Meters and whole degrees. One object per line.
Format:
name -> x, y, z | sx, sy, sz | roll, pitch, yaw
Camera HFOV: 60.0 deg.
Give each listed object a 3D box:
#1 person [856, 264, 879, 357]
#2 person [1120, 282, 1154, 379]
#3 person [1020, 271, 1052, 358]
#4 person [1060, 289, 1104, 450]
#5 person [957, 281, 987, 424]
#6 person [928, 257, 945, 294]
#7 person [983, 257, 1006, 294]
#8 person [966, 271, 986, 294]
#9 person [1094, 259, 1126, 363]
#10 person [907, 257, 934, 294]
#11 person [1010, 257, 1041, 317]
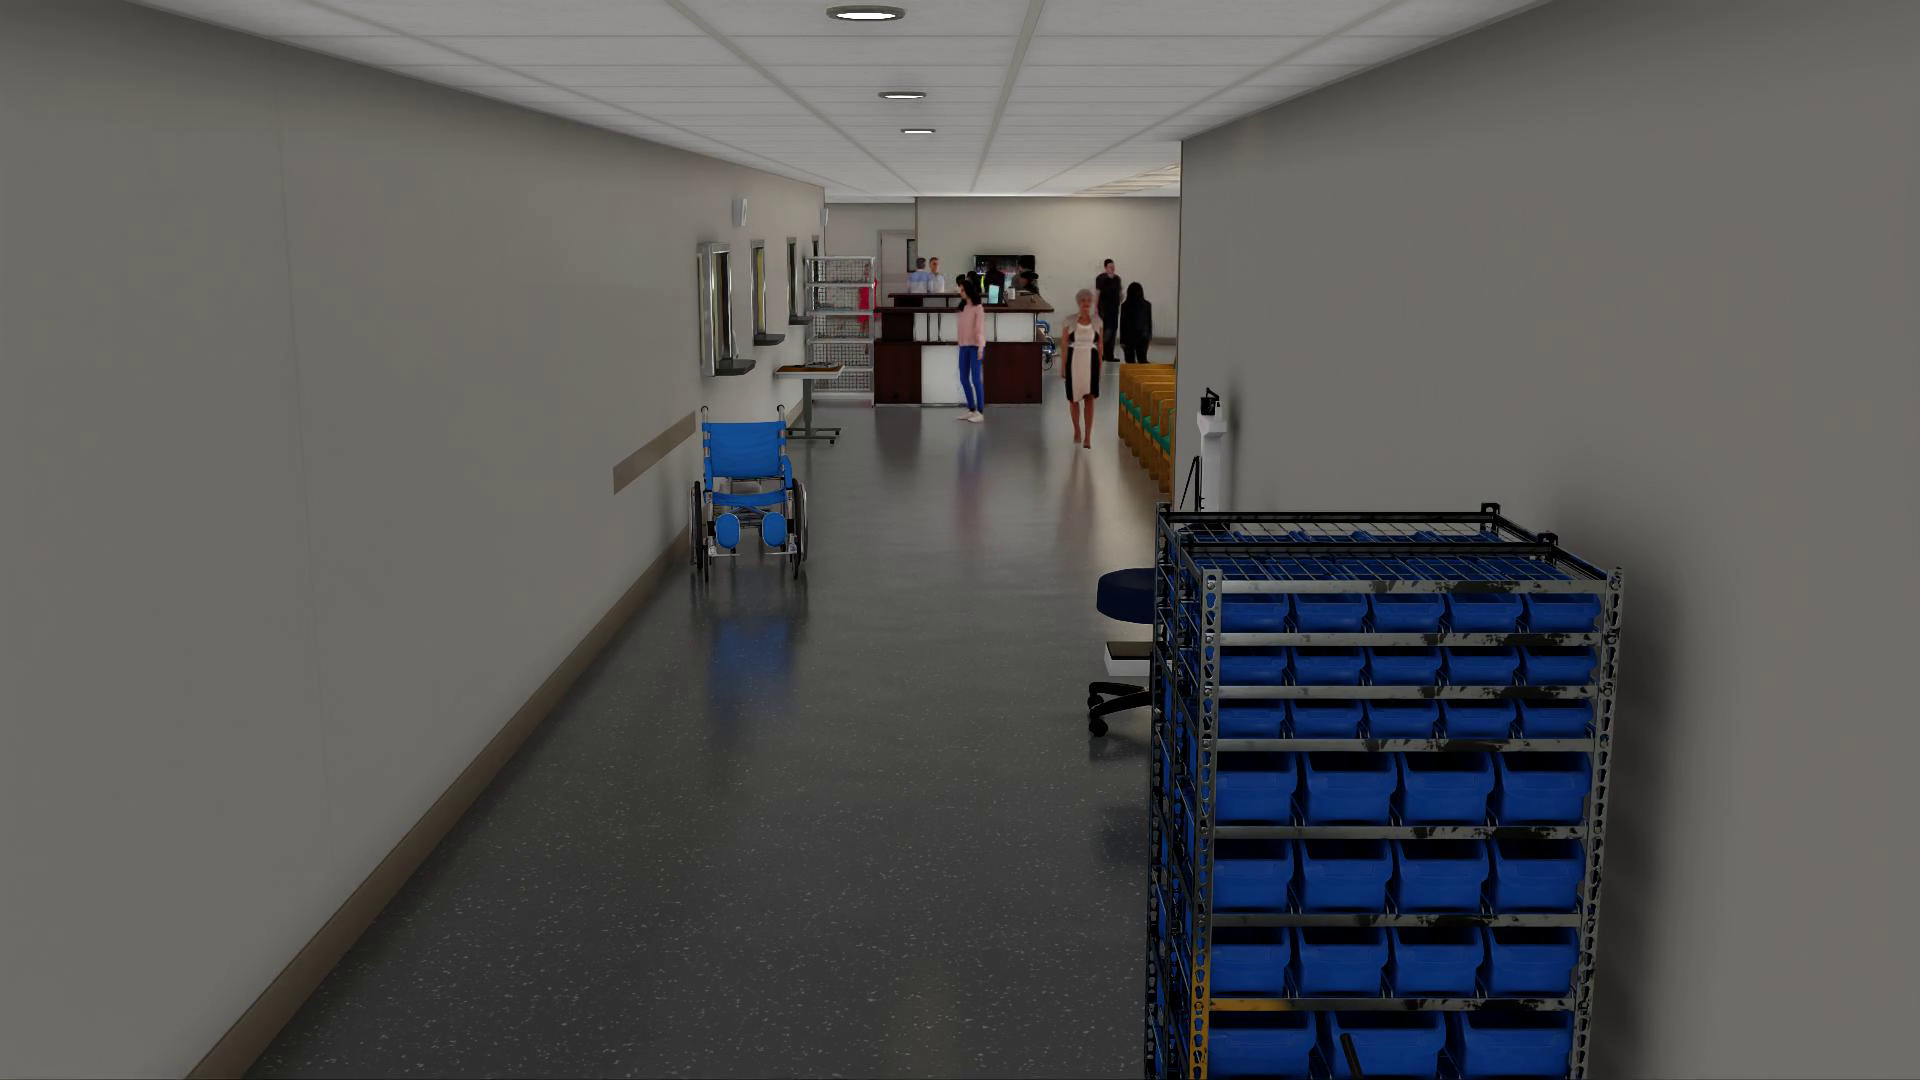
person -> -1.746, -4.360, 31.433 | 0.676, 1.713, 0.626 | 0, 11, 2
person -> 2.582, -2.936, 24.229 | 0.834, 1.601, 0.790 | -2, 11, -12
person -> 1.273, -3.866, 29.117 | 1.090, 1.607, 0.858 | 5, 12, 26
person -> 1.314, -1.841, 18.179 | 1.041, 1.706, 0.720 | 1, 11, 3
person -> 0.169, -2.335, 20.644 | 0.791, 1.757, 0.780 | -9, 14, -39
person -> -0.504, -4.625, 32.552 | 0.692, 1.817, 0.799 | -7, 13, -33
person -> 0.714, -4.522, 32.092 | 1.235, 1.785, 1.251 | -9, 14, -40
person -> 0.253, -3.990, 29.706 | 0.688, 1.631, 0.783 | -8, 13, -35
person -> 2.590, -4.075, 29.620 | 0.875, 1.830, 0.997 | -8, 14, -38
person -> -0.771, -4.464, 31.694 | 0.595, 1.820, 0.784 | 2, 11, 11
person -> 1.203, -4.096, 29.692 | 0.783, 1.843, 0.902 | -5, 12, -25
